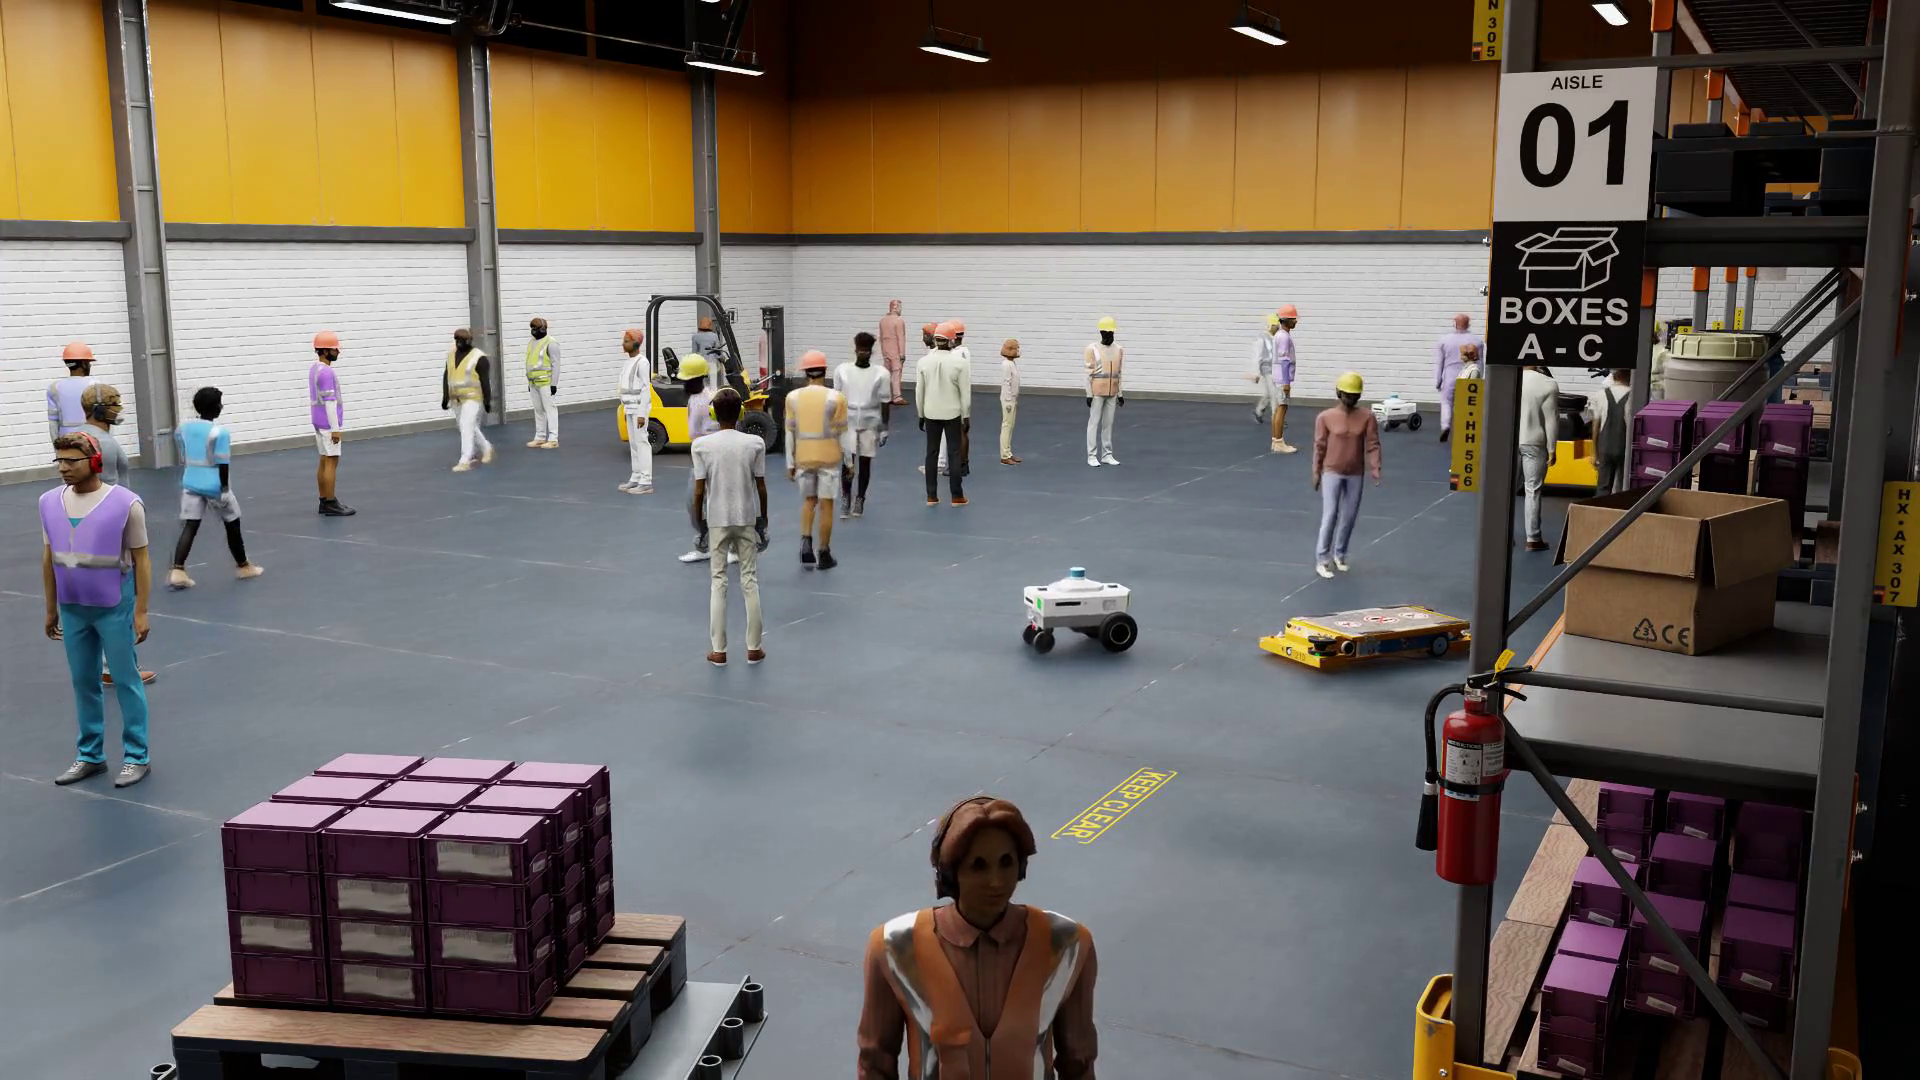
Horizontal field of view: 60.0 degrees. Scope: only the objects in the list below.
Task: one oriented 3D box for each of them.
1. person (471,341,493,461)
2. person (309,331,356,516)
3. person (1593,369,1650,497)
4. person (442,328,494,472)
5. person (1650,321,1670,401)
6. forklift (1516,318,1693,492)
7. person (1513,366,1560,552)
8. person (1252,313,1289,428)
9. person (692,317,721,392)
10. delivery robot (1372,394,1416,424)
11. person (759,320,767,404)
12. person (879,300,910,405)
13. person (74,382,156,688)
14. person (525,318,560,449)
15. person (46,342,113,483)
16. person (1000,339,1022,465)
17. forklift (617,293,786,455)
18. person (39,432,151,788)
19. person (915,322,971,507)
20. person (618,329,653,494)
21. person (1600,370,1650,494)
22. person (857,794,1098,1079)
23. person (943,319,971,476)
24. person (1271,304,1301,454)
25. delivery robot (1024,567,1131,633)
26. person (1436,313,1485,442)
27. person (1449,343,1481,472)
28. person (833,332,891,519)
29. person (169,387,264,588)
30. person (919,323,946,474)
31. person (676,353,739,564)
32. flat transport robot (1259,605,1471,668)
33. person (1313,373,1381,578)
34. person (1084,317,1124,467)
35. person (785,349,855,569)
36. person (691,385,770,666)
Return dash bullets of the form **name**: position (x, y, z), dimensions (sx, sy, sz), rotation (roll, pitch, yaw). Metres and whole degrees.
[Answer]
- **person**: position (-6.508, -1.875, 22.199), dimensions (0.513, 1.599, 0.798), rotation (-1, 10, -6)
- **person**: position (-6.590, -1.217, 17.420), dimensions (0.359, 1.936, 0.552), rotation (-6, 12, -33)
- **person**: position (5.965, -0.742, 15.090), dimensions (0.503, 1.825, 0.785), rotation (8, 13, 38)
- **person**: position (-6.240, -1.807, 21.217), dimensions (0.607, 1.818, 0.852), rotation (5, 11, 27)
- **person**: position (9.736, -2.199, 23.513), dimensions (0.909, 1.783, 0.613), rotation (-9, 13, -43)
- **forklift**: position (7.066, -1.601, 18.899), dimensions (2.313, 2.155, 1.214), rotation (5, 11, 27)
- **person**: position (5.216, -0.861, 15.358), dimensions (0.631, 1.939, 0.372), rotation (8, 13, 40)
- **person**: position (4.912, -2.687, 26.326), dimensions (0.595, 1.805, 0.878), rotation (-6, 12, -32)
- **person**: position (-4.409, -3.056, 28.941), dimensions (0.498, 1.634, 0.280), rotation (-1, 10, -4)
- **delivery robot**: position (6.726, -2.016, 25.769), dimensions (0.707, 0.478, 0.477), rotation (-6, 11, -30)
- **person**: position (-3.061, -2.749, 26.798), dimensions (0.329, 1.765, 0.525), rotation (-6, 12, -31)
- **person**: position (-1.182, -3.399, 30.158), dimensions (0.399, 1.902, 0.642), rotation (-8, 12, -38)
- **person**: position (-5.424, -0.034, 10.568), dimensions (0.354, 1.937, 0.635), rotation (-8, 13, -39)
- **person**: position (-5.894, -2.206, 23.427), dimensions (0.636, 1.840, 0.429), rotation (8, 13, 40)
- **person**: position (-8.074, -0.855, 15.332), dimensions (0.547, 1.934, 0.376), rotation (-1, 10, -8)
- **person**: position (0.661, -1.795, 21.644), dimensions (0.277, 1.633, 0.507), rotation (2, 10, 11)
- **forklift**: position (-3.588, -2.317, 23.042), dimensions (2.313, 2.155, 1.214), rotation (-1, 10, -5)
- **person**: position (-4.448, 0.353, 8.594), dimensions (0.575, 1.843, 0.375), rotation (1, 10, 8)
- **person**: position (-0.174, -1.358, 18.071), dimensions (0.613, 1.994, 0.395), rotation (3, 10, 18)
- **person**: position (-3.716, -1.470, 19.037), dimensions (0.356, 1.885, 0.573), rotation (-6, 11, -29)
- **person**: position (6.358, -0.932, 15.860), dimensions (0.643, 1.908, 0.406), rotation (-9, 13, -41)
- **person**: position (0.038, 1.330, 3.525), dimensions (0.520, 1.644, 0.307), rotation (-1, 10, -6)
- **person**: position (-0.051, -1.748, 20.499), dimensions (0.357, 1.934, 0.553), rotation (2, 10, 11)
- **person**: position (4.474, -2.211, 22.869), dimensions (0.377, 2.044, 0.607), rotation (1, 10, 4)
- **delivery robot**: position (0.811, 0.435, 11.563), dimensions (0.707, 0.478, 0.477), rotation (-2, 9, -15)
- **person**: position (7.177, -2.312, 23.875), dimensions (0.668, 1.896, 0.587), rotation (4, 10, 20)
- **person**: position (6.280, -1.612, 20.570), dimensions (0.310, 1.640, 0.514), rotation (1, 10, 3)
- **person**: position (-1.030, -1.166, 17.137), dimensions (0.636, 1.926, 0.800), rotation (0, 10, -2)
- **person**: position (-6.213, -0.436, 13.719), dimensions (0.534, 1.657, 0.862), rotation (3, 10, 19)
- **person**: position (-0.321, -1.751, 20.673), dimensions (0.356, 1.883, 0.572), rotation (-2, 10, -9)
- **person**: position (-2.193, -0.694, 14.550), dimensions (0.712, 1.878, 0.601), rotation (-5, 11, -27)
- **flat transport robot**: position (2.838, 0.648, 11.439), dimensions (1.431, 0.197, 0.652), rotation (-5, 11, -26)
- **person**: position (3.286, -0.560, 14.247), dimensions (0.540, 1.745, 0.562), rotation (-1, 10, -6)
- **person**: position (1.872, -1.915, 21.485), dimensions (0.585, 1.929, 0.375), rotation (-6, 11, -31)
- **person**: position (-1.221, -0.697, 14.484), dimensions (0.578, 1.913, 0.415), rotation (3, 10, 17)
- **person**: position (-1.524, -0.086, 11.100), dimensions (0.510, 1.862, 0.328), rotation (-2, 10, -13)
